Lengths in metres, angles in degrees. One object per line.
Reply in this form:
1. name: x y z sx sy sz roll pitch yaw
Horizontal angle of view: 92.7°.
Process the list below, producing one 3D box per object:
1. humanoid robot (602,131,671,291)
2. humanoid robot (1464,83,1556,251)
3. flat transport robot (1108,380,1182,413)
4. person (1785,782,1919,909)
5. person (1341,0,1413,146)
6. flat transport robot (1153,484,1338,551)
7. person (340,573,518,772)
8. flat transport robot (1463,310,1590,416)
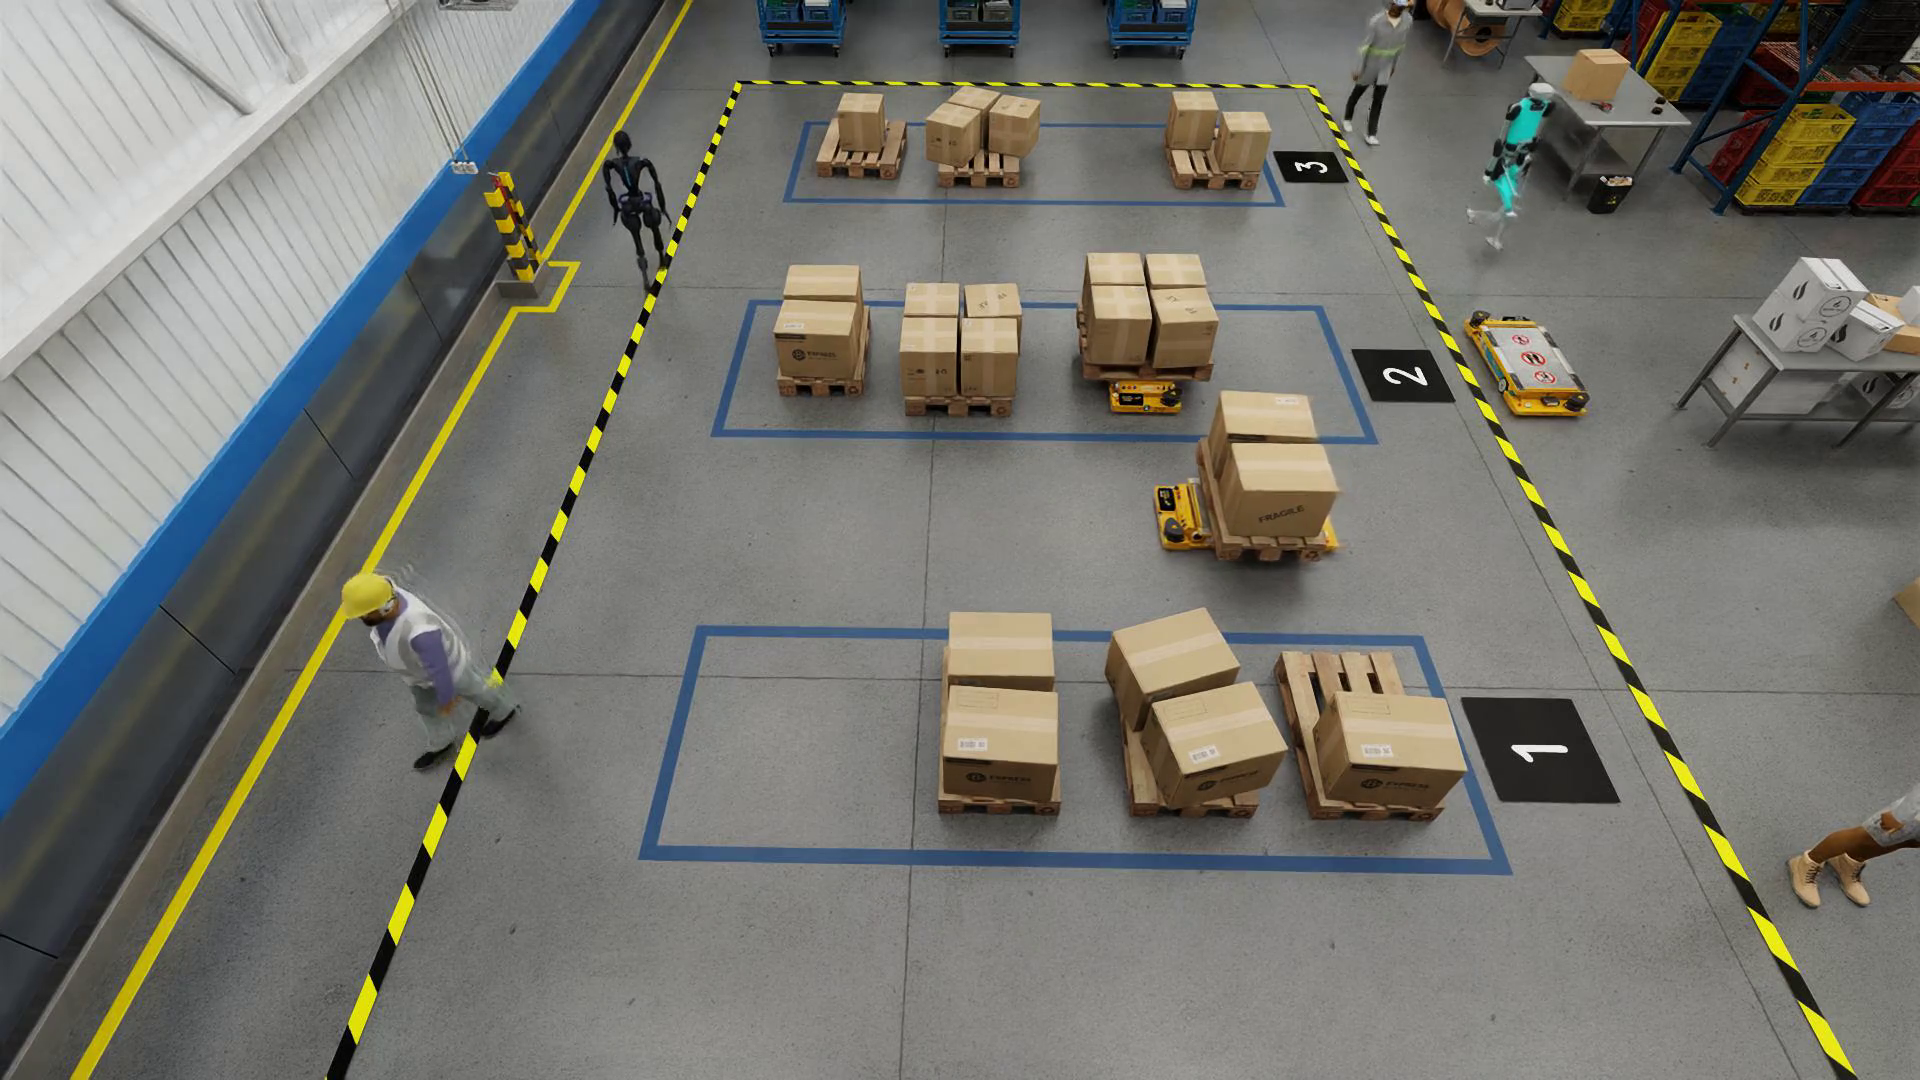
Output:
1. humanoid robot: -3.376 -3.441 9.615 0.591 1.655 0.743 -6 49 -5
2. humanoid robot: 6.089 -4.016 10.039 0.545 1.732 1.034 -11 50 -9
3. flat transport robot: 1.773 -1.807 9.079 0.652 0.197 1.431 1 49 1
4. person: 5.481 1.510 5.056 0.606 2.042 0.372 0 49 0
5. person: 5.356 -6.036 11.736 0.609 1.813 0.937 -2 49 -2
6. flat transport robot: 2.395 -0.224 7.709 1.431 0.197 0.652 1 49 1
7. person: -3.426 0.871 5.760 0.624 1.800 0.806 27 54 22
8. flat transport robot: 5.573 -1.757 9.054 0.659 0.231 1.431 1 49 1
